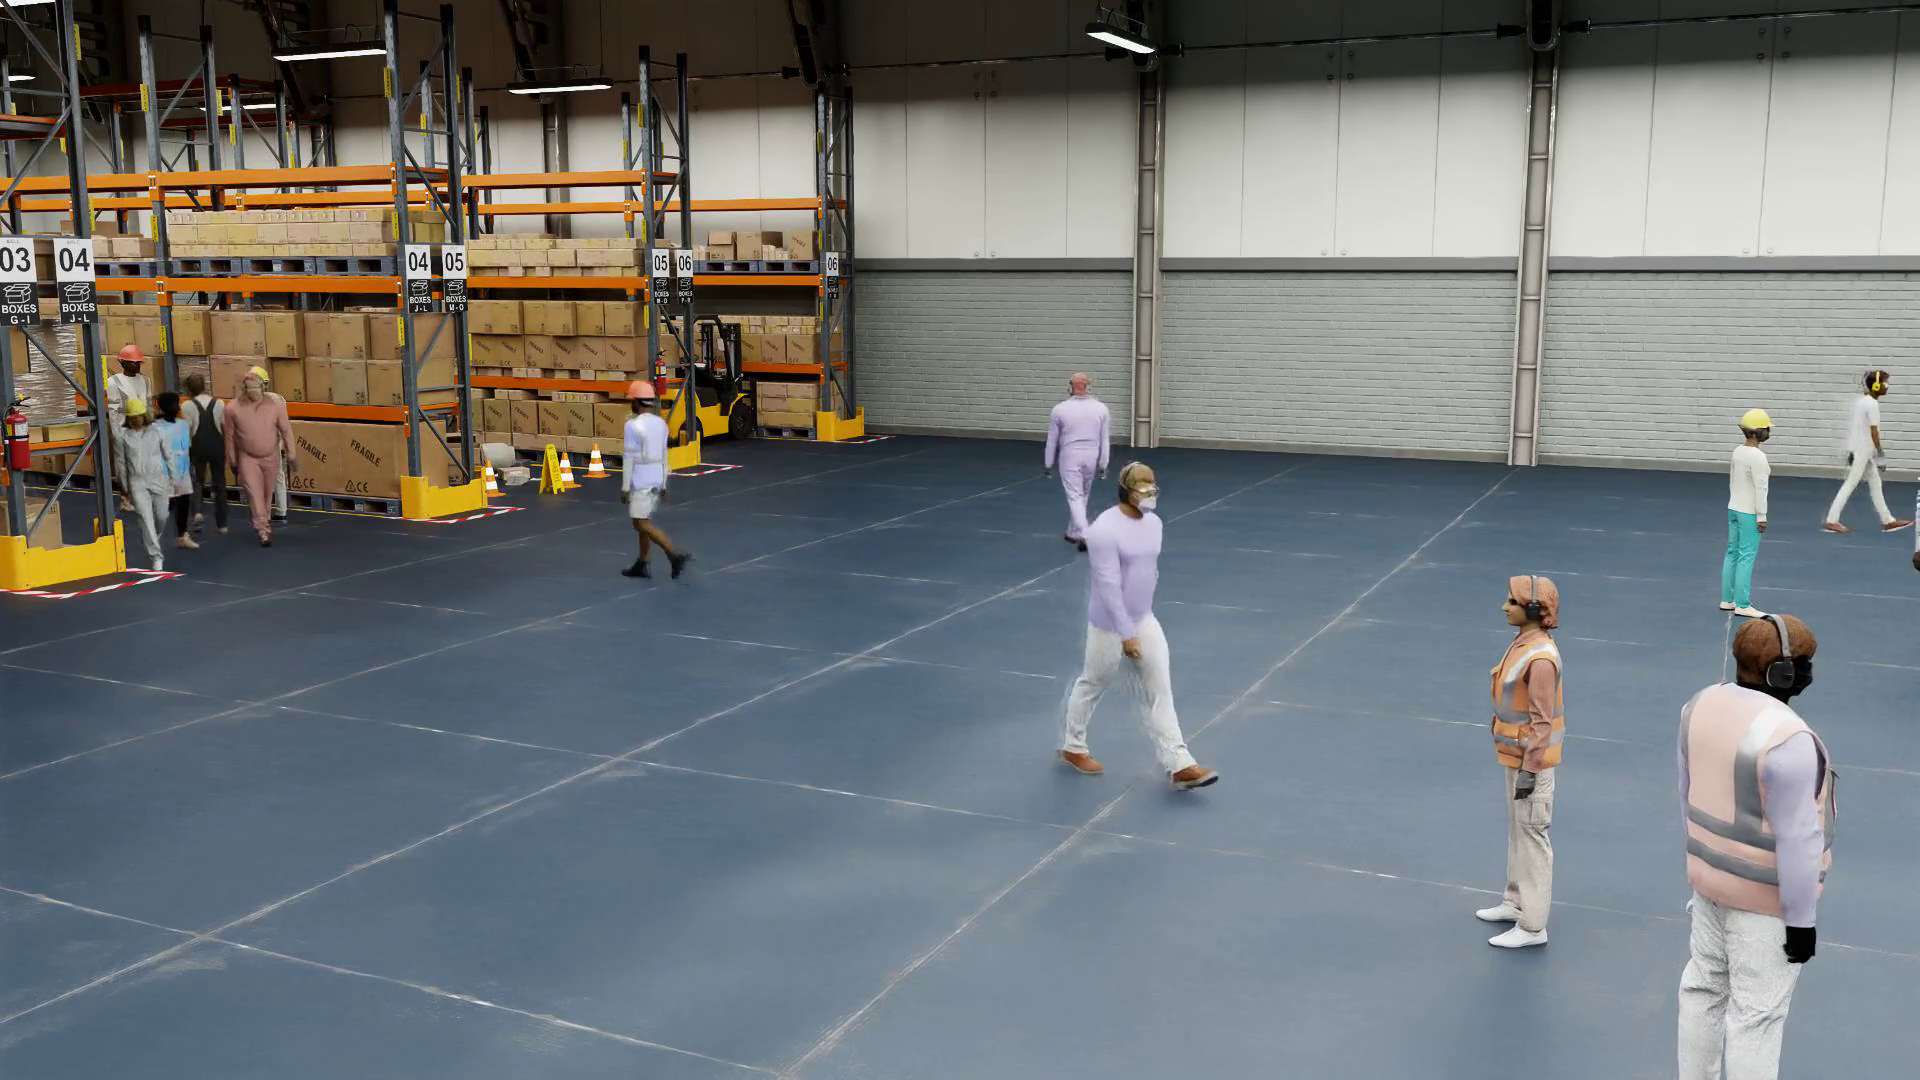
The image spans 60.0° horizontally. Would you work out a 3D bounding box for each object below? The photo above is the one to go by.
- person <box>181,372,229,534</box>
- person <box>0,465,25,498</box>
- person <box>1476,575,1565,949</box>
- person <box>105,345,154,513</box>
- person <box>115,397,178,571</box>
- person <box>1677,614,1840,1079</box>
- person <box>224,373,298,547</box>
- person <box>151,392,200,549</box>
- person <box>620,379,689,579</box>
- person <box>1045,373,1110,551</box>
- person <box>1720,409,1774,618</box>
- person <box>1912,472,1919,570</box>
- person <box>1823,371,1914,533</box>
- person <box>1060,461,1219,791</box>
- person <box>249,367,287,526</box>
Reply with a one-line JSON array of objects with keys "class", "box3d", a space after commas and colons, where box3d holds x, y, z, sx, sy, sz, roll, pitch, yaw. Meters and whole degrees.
[{"class": "person", "box3d": [-8.356, -0.953, 18.435, 0.478, 1.826, 0.455, -6, 11, -34]}, {"class": "person", "box3d": [-11.433, -1.100, 19.902, 0.364, 1.622, 0.545, 7, 11, 36]}, {"class": "person", "box3d": [2.467, 0.958, 7.260, 0.310, 1.642, 0.514, 2, 9, 10]}, {"class": "person", "box3d": [-10.016, -1.345, 20.192, 0.403, 2.035, 0.606, 4, 10, 24]}, {"class": "person", "box3d": [-8.066, -0.579, 16.472, 0.510, 1.707, 0.764, -7, 11, -35]}, {"class": "person", "box3d": [2.618, 1.150, 5.472, 0.430, 1.845, 0.619, -1, 9, -8]}, {"class": "person", "box3d": [-7.556, -0.890, 17.972, 0.658, 1.854, 1.016, -6, 11, -32]}, {"class": "person", "box3d": [-8.298, -0.719, 17.425, 0.468, 1.680, 0.536, 2, 10, 15]}, {"class": "person", "box3d": [-2.906, -0.556, 15.697, 0.774, 1.918, 0.544, 5, 10, 26]}, {"class": "person", "box3d": [1.248, -0.832, 17.566, 0.652, 1.863, 0.993, -3, 10, -16]}, {"class": "person", "box3d": [6.722, -0.232, 14.164, 0.306, 1.772, 0.527, 0, 9, 0]}, {"class": "person", "box3d": [7.382, 0.011, 12.322, 0.562, 1.892, 0.983, 4, 10, 25]}, {"class": "person", "box3d": [10.160, -0.965, 18.499, 0.959, 1.818, 0.560, 3, 10, 19]}, {"class": "person", "box3d": [0.965, 0.487, 9.429, 0.621, 1.876, 1.068, -8, 12, -41]}, {"class": "person", "box3d": [-8.019, -1.075, 19.137, 0.403, 1.835, 0.586, 4, 10, 25]}]
